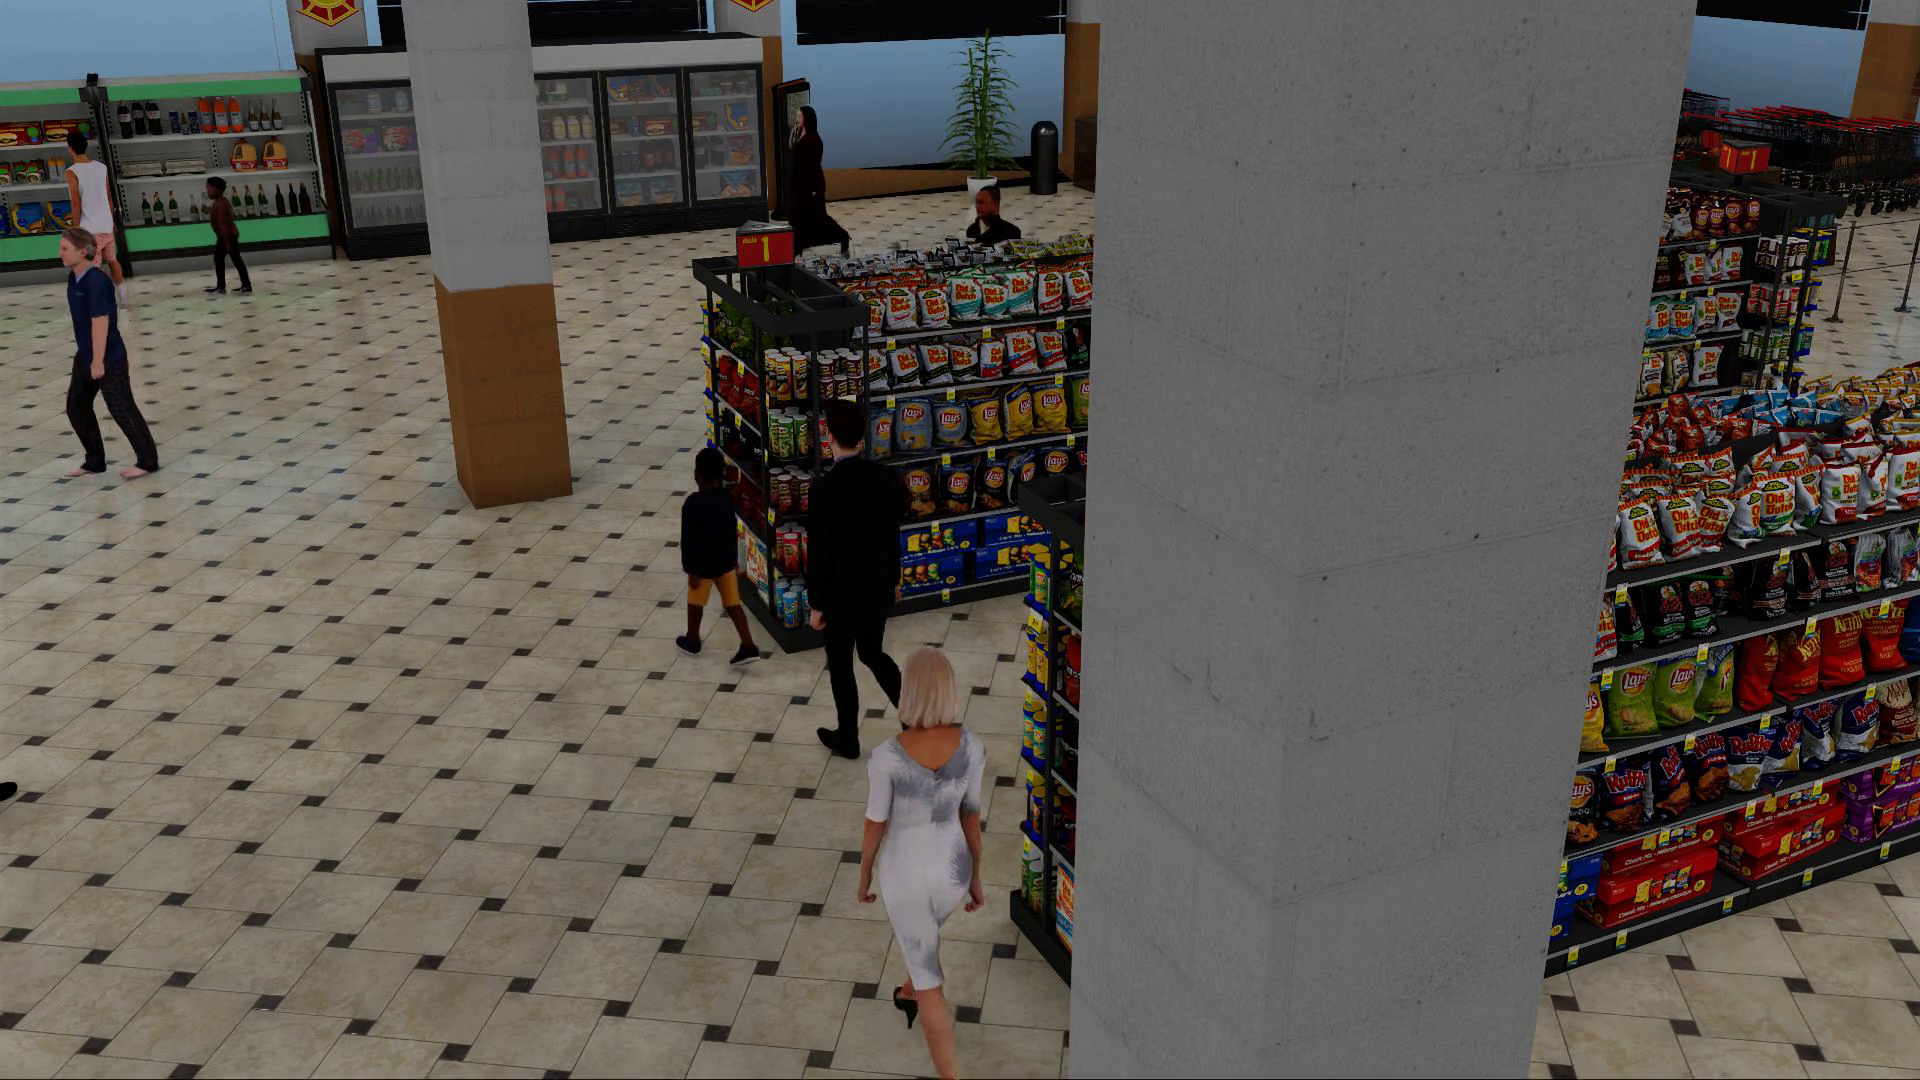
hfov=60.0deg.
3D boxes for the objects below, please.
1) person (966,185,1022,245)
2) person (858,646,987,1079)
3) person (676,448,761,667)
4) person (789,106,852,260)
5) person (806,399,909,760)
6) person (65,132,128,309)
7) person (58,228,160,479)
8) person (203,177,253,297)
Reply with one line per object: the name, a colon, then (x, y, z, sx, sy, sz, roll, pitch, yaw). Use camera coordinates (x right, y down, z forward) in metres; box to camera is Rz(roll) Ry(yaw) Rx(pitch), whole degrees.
person: (0.347, -1.927, 13.505, 1.143, 1.875, 0.921, -19, 29, -39)
person: (-0.086, 1.251, 5.832, 1.072, 1.698, 0.731, -8, 23, -20)
person: (-1.331, 0.128, 9.236, 0.777, 1.243, 0.879, 18, 28, 38)
person: (-1.631, -4.036, 18.946, 1.006, 1.731, 0.651, -10, 24, -23)
person: (-0.460, 0.269, 8.044, 1.019, 1.872, 0.924, -18, 28, -38)
person: (-8.748, -3.203, 16.797, 0.790, 1.788, 0.721, 9, 24, 21)
person: (-6.149, -1.349, 12.097, 0.845, 1.852, 0.952, 20, 29, 40)
person: (-7.638, -3.182, 17.488, 0.773, 1.235, 0.651, -3, 22, -7)
